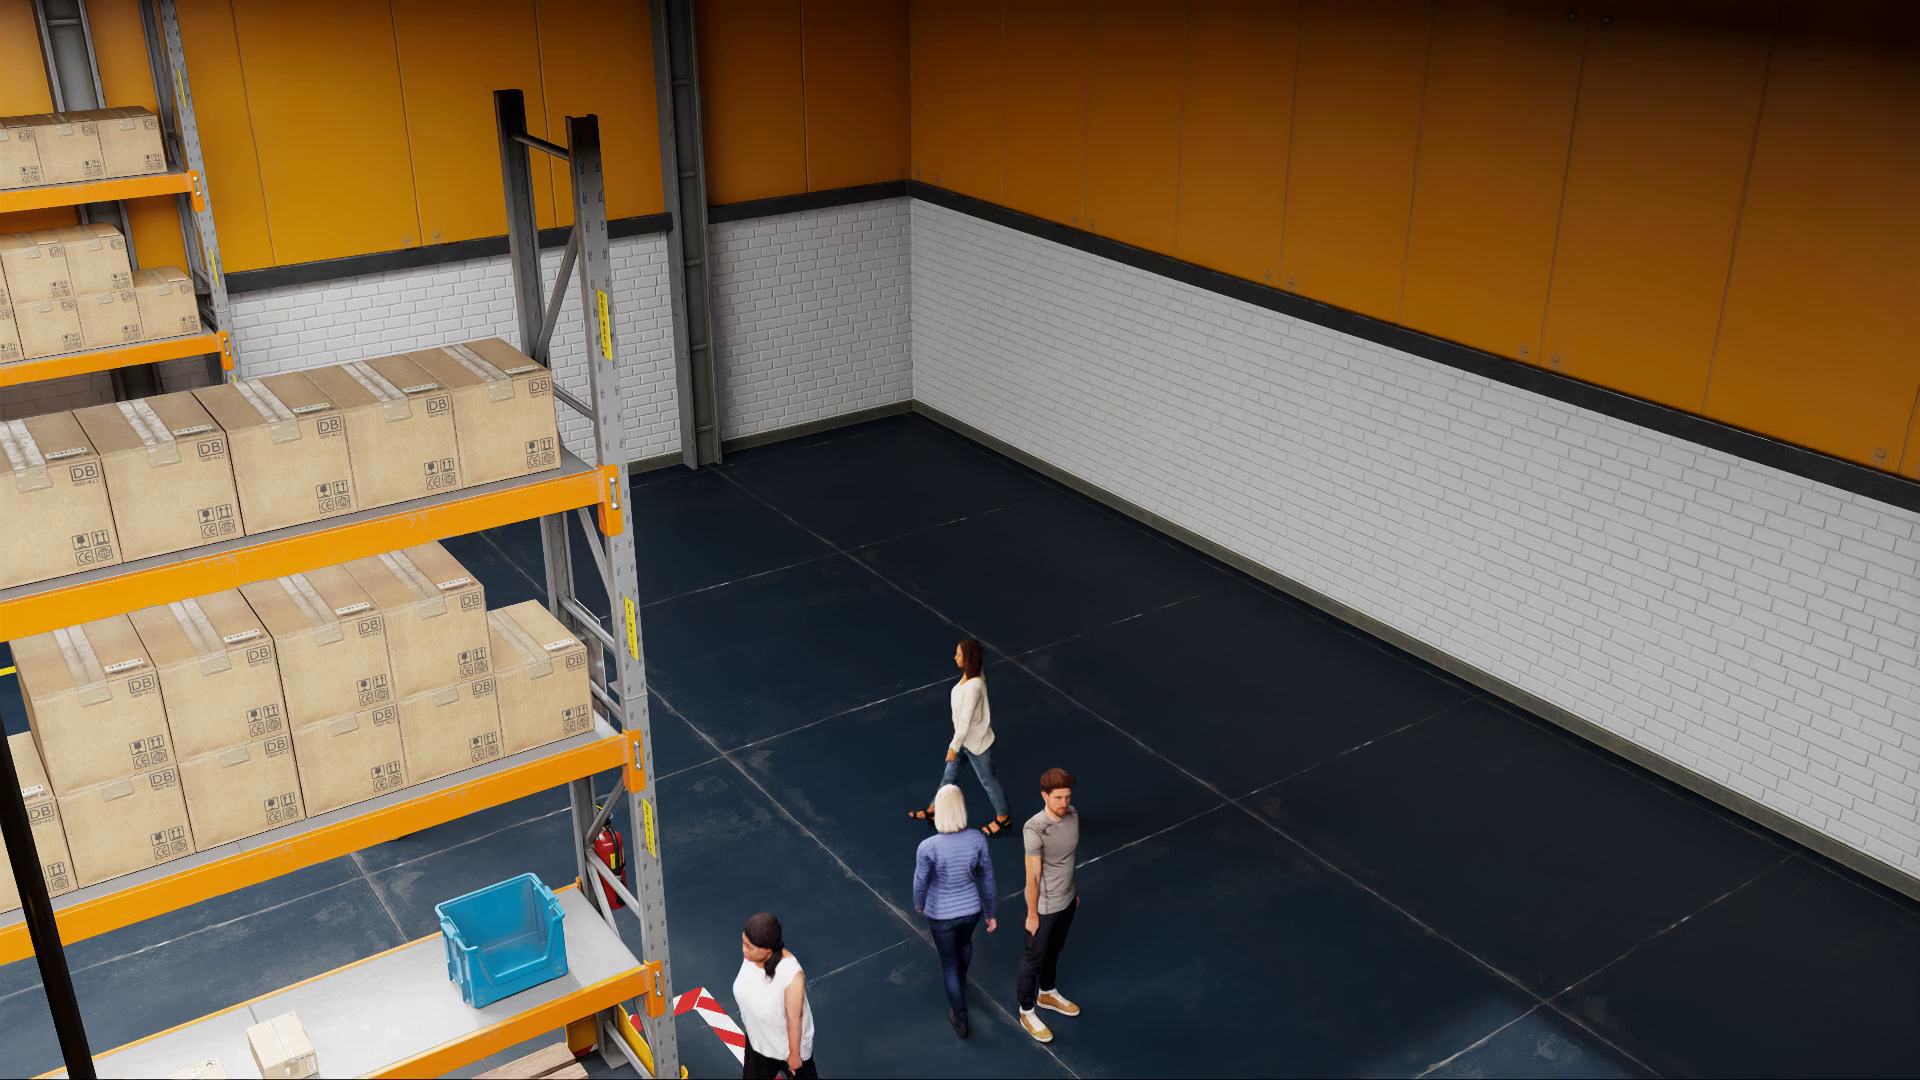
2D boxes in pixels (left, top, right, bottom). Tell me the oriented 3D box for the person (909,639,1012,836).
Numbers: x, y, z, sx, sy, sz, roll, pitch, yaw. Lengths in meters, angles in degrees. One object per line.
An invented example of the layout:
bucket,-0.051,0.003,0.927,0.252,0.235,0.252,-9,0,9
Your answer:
person,0.188,1.520,12.576,1.122,1.650,0.947,-2,24,-5

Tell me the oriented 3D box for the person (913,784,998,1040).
person,-0.013,2.392,10.503,0.933,1.712,0.857,-9,25,-19

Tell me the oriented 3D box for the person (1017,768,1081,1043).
person,0.567,2.270,10.555,0.752,1.895,0.581,19,30,36

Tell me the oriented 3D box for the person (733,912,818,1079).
person,-0.998,2.826,9.565,1.053,1.668,0.727,-20,30,-38
